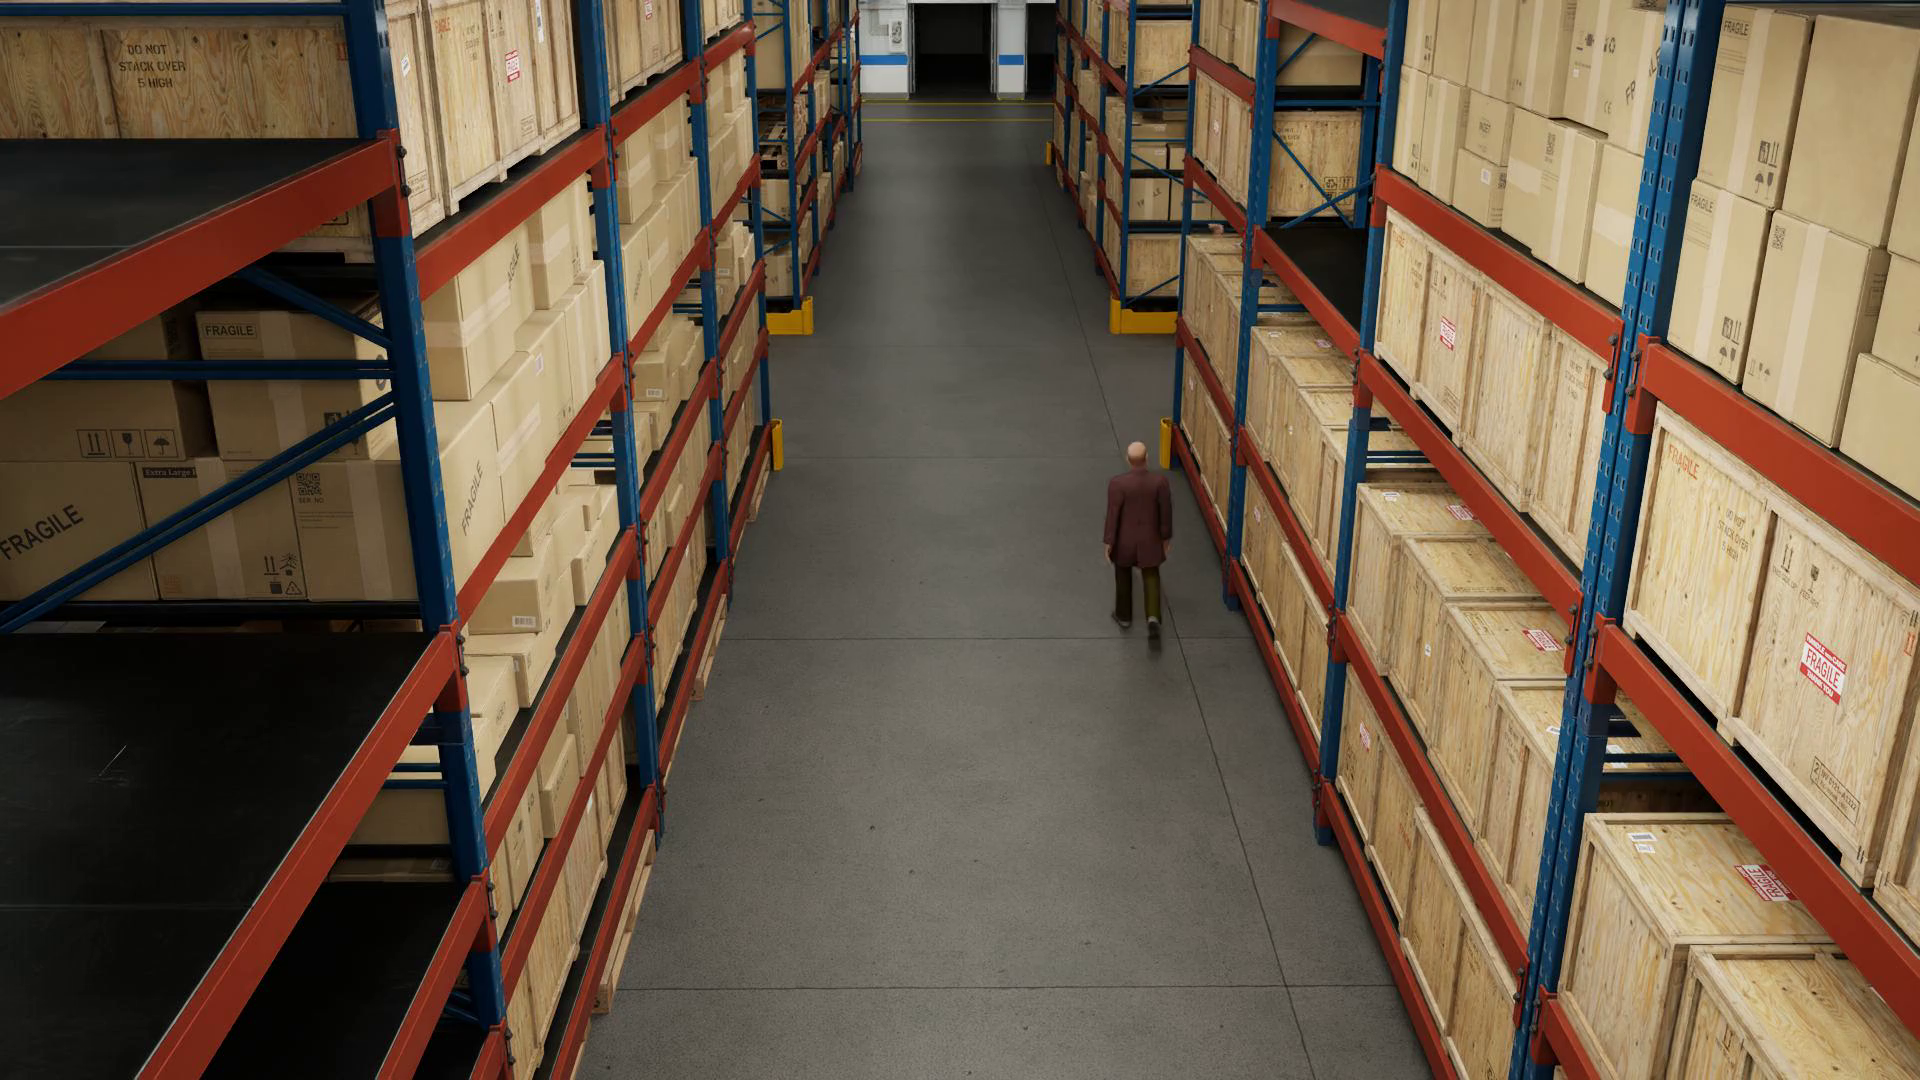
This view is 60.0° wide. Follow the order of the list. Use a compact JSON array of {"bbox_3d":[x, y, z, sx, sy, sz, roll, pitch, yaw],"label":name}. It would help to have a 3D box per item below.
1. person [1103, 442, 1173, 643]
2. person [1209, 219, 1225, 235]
[{"bbox_3d":[1.545,-0.001,14.490,0.612,1.765,0.913,-1,22,-2],"label":"person"},{"bbox_3d":[3.736,-3.713,23.870,0.776,1.772,0.600,3,22,7],"label":"person"}]
